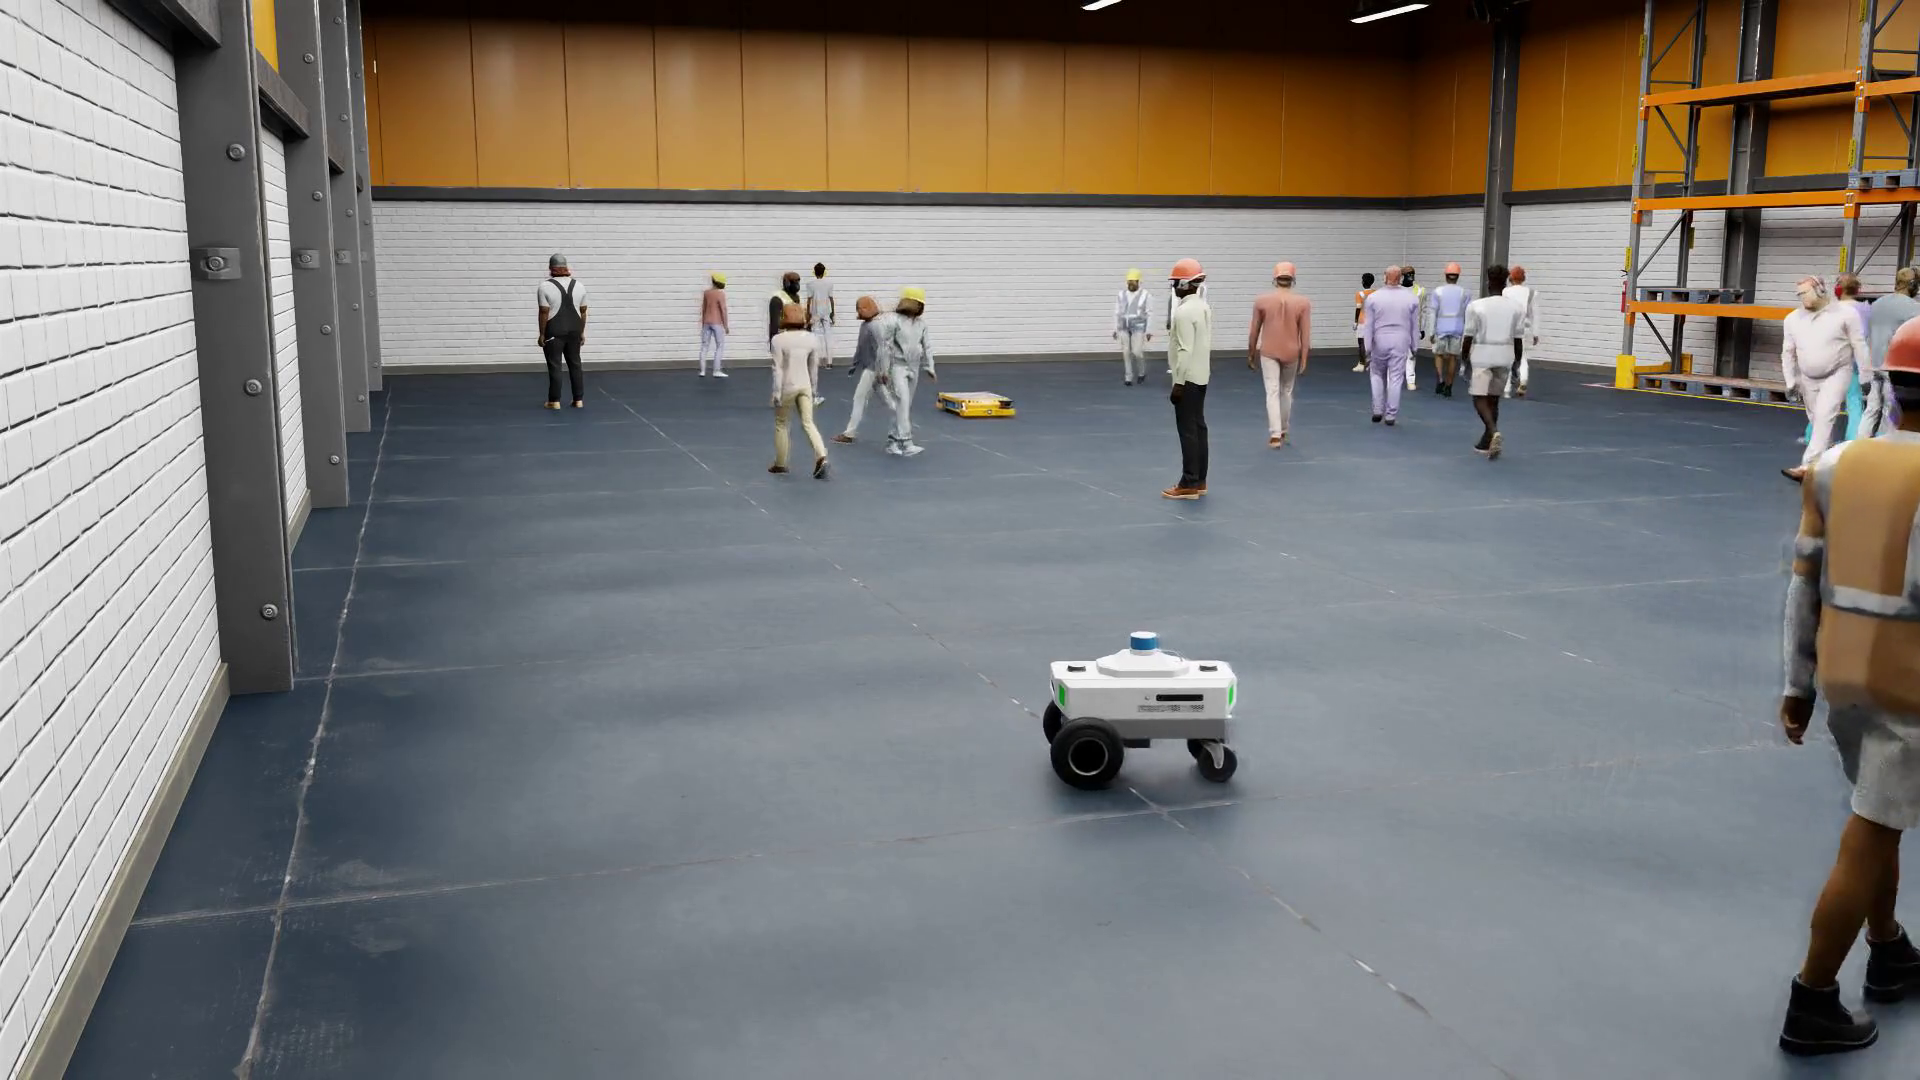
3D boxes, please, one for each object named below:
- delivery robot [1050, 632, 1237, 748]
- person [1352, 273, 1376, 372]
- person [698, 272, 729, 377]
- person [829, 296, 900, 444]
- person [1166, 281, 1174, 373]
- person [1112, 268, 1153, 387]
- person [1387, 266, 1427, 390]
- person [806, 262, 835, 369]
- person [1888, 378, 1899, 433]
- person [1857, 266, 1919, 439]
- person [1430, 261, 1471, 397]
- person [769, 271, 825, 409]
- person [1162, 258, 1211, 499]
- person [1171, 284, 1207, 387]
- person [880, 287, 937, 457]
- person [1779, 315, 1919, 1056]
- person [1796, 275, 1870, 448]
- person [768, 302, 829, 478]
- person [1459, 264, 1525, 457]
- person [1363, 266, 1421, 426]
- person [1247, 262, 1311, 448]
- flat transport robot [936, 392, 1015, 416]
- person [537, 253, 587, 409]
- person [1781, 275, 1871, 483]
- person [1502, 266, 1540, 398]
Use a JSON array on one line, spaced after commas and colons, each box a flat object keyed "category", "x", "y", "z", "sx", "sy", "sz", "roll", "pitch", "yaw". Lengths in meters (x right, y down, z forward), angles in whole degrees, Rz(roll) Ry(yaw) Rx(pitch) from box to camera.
[{"category": "delivery robot", "x": 0.715, "y": 0.604, "z": 6.514, "sx": 0.707, "sy": 0.478, "sz": 0.477, "roll": 0, "pitch": 10, "yaw": -1}, {"category": "person", "x": 6.997, "y": -3.744, "z": 28.652, "sx": 0.542, "sy": 1.695, "sz": 0.316, "roll": -5, "pitch": 11, "yaw": -26}, {"category": "person", "x": -4.084, "y": -3.537, "z": 27.395, "sx": 0.626, "sy": 1.729, "sz": 0.413, "roll": 8, "pitch": 13, "yaw": 38}, {"category": "person", "x": -0.948, "y": -1.825, "z": 17.873, "sx": 0.895, "sy": 1.582, "sz": 0.499, "roll": -2, "pitch": 10, "yaw": -11}, {"category": "person", "x": 3.794, "y": -3.736, "z": 28.036, "sx": 0.599, "sy": 1.899, "sz": 0.768, "roll": -8, "pitch": 13, "yaw": -40}, {"category": "person", "x": 2.615, "y": -3.210, "z": 25.241, "sx": 0.592, "sy": 1.816, "sz": 0.426, "roll": 6, "pitch": 11, "yaw": 30}, {"category": "person", "x": 6.623, "y": -3.147, "z": 24.776, "sx": 0.633, "sy": 1.843, "sz": 0.429, "roll": 1, "pitch": 10, "yaw": 6}, {"category": "person", "x": -2.461, "y": -3.945, "z": 29.312, "sx": 0.521, "sy": 1.874, "sz": 0.328, "roll": -1, "pitch": 10, "yaw": -8}, {"category": "person", "x": 4.943, "y": -0.330, "z": 8.298, "sx": 0.931, "sy": 1.896, "sz": 0.574, "roll": -6, "pitch": 11, "yaw": -31}, {"category": "person", "x": 8.565, "y": -1.542, "z": 15.272, "sx": 0.391, "sy": 1.925, "sz": 0.624, "roll": -2, "pitch": 10, "yaw": -14}, {"category": "person", "x": 6.929, "y": -2.973, "z": 23.530, "sx": 0.553, "sy": 1.922, "sz": 0.451, "roll": 2, "pitch": 10, "yaw": 13}, {"category": "person", "x": -2.117, "y": -2.576, "z": 21.599, "sx": 0.942, "sy": 1.791, "sz": 0.657, "roll": 5, "pitch": 11, "yaw": 29}, {"category": "person", "x": 1.892, "y": -1.340, "z": 13.875, "sx": 0.395, "sy": 1.992, "sz": 0.622, "roll": 5, "pitch": 11, "yaw": 25}, {"category": "person", "x": 3.454, "y": -3.242, "z": 25.214, "sx": 0.572, "sy": 1.883, "sz": 0.356, "roll": -3, "pitch": 10, "yaw": -17}, {"category": "person", "x": -0.489, "y": -1.679, "z": 16.681, "sx": 0.505, "sy": 1.696, "sz": 0.840, "roll": -8, "pitch": 13, "yaw": -40}, {"category": "person", "x": 2.480, "y": 0.365, "z": 4.274, "sx": 0.883, "sy": 1.897, "sz": 0.560, "roll": -3, "pitch": 10, "yaw": -19}, {"category": "person", "x": 9.012, "y": -1.797, "z": 17.058, "sx": 0.575, "sy": 1.813, "sz": 0.867, "roll": 0, "pitch": 10, "yaw": -1}, {"category": "person", "x": -1.478, "y": -1.365, "z": 15.160, "sx": 0.510, "sy": 1.600, "sz": 0.800, "roll": -8, "pitch": 12, "yaw": -38}, {"category": "person", "x": 5.344, "y": -1.792, "z": 16.662, "sx": 0.618, "sy": 1.937, "sz": 0.855, "roll": 0, "pitch": 10, "yaw": -2}, {"category": "person", "x": 5.138, "y": -2.316, "z": 19.829, "sx": 0.664, "sy": 1.881, "sz": 0.663, "roll": 2, "pitch": 10, "yaw": 11}, {"category": "person", "x": 3.383, "y": -1.961, "z": 17.637, "sx": 0.620, "sy": 1.947, "sz": 1.022, "roll": 1, "pitch": 10, "yaw": 3}, {"category": "flat transport robot", "x": 0.183, "y": -1.742, "z": 21.186, "sx": 0.652, "sy": 0.197, "sz": 1.431, "roll": -3, "pitch": 10, "yaw": -15}, {"category": "person", "x": -5.277, "y": -2.751, "z": 21.909, "sx": 0.689, "sy": 2.000, "sz": 0.538, "roll": -8, "pitch": 13, "yaw": -40}, {"category": "person", "x": 7.601, "y": -1.406, "z": 14.715, "sx": 0.854, "sy": 1.843, "sz": 0.694, "roll": -6, "pitch": 12, "yaw": -33}, {"category": "person", "x": 7.804, "y": -2.905, "z": 23.308, "sx": 0.623, "sy": 1.865, "sz": 0.548, "roll": 1, "pitch": 10, "yaw": 5}]
